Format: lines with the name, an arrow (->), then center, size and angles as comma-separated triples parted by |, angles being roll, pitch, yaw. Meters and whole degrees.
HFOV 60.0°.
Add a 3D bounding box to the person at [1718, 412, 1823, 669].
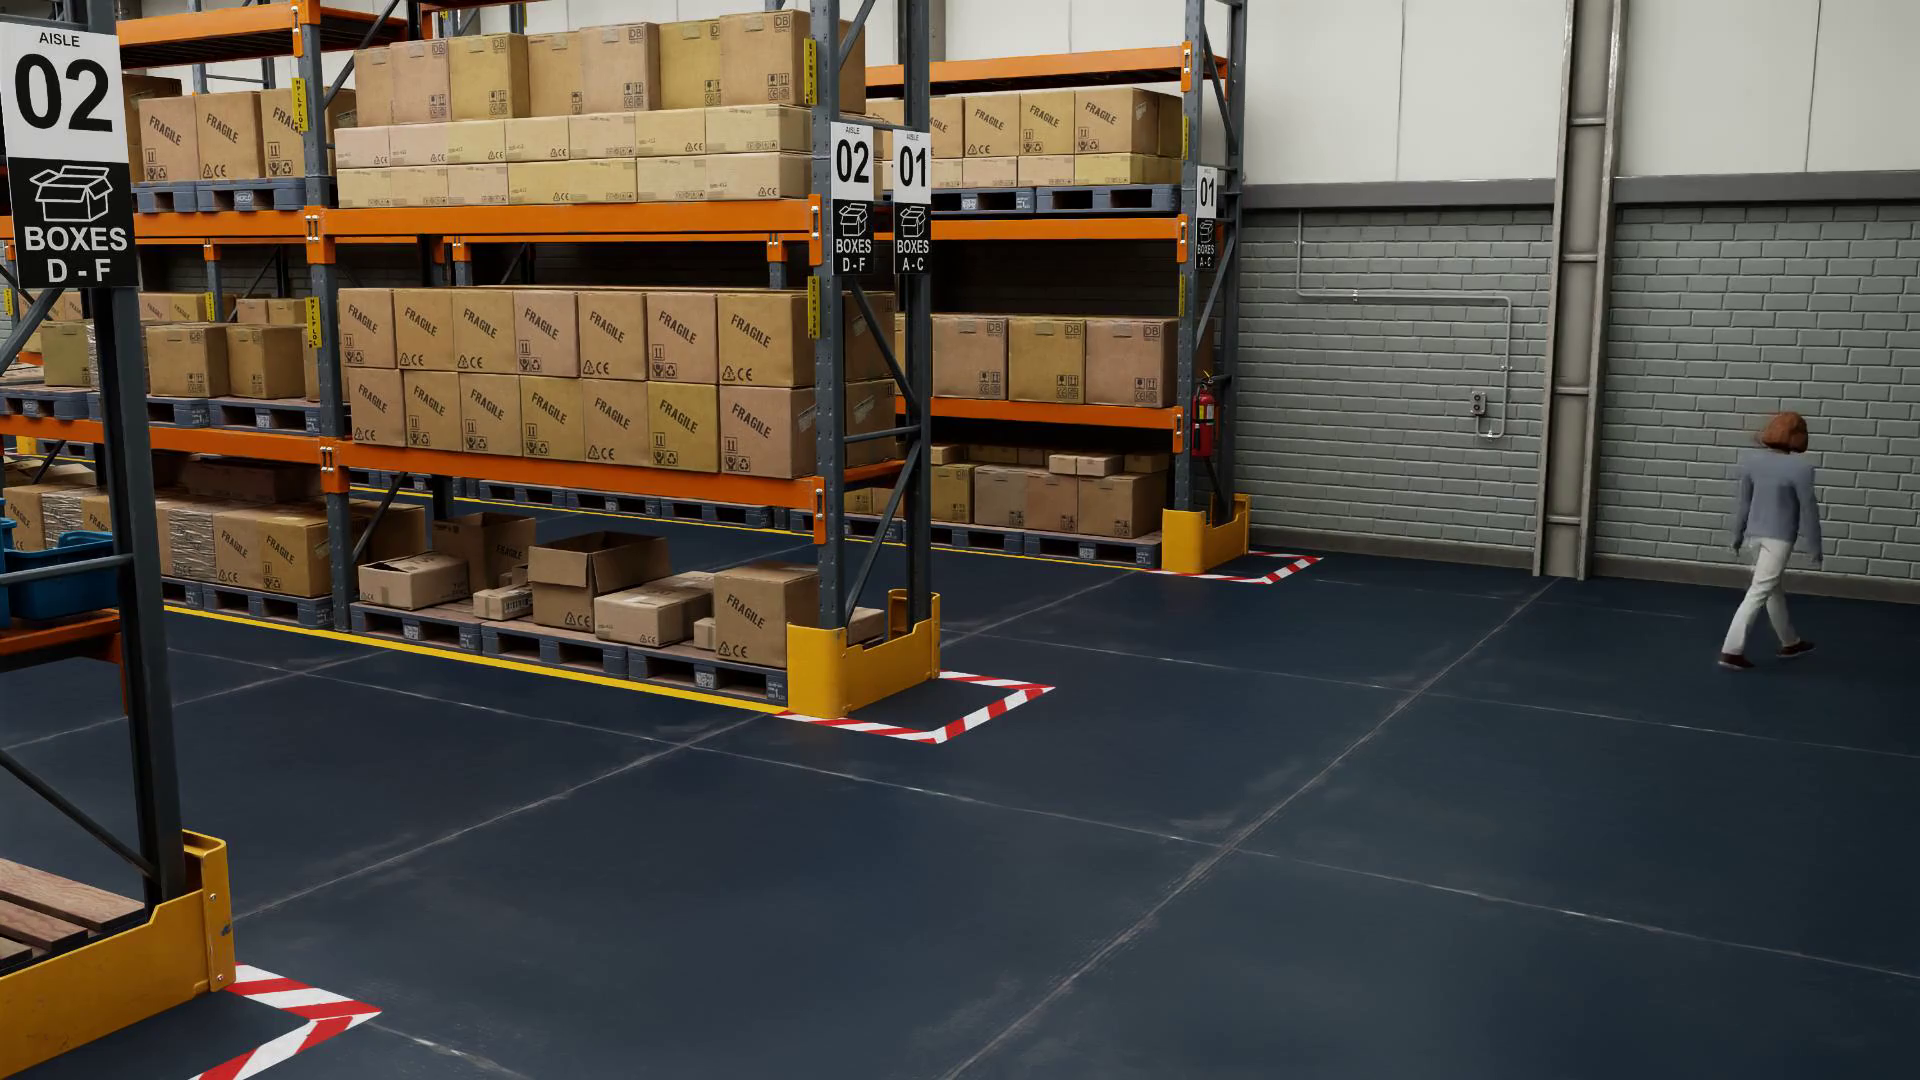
person -> 5.046, 0.000, 10.273 | 0.873, 1.583, 0.525 | -3, 10, -19
